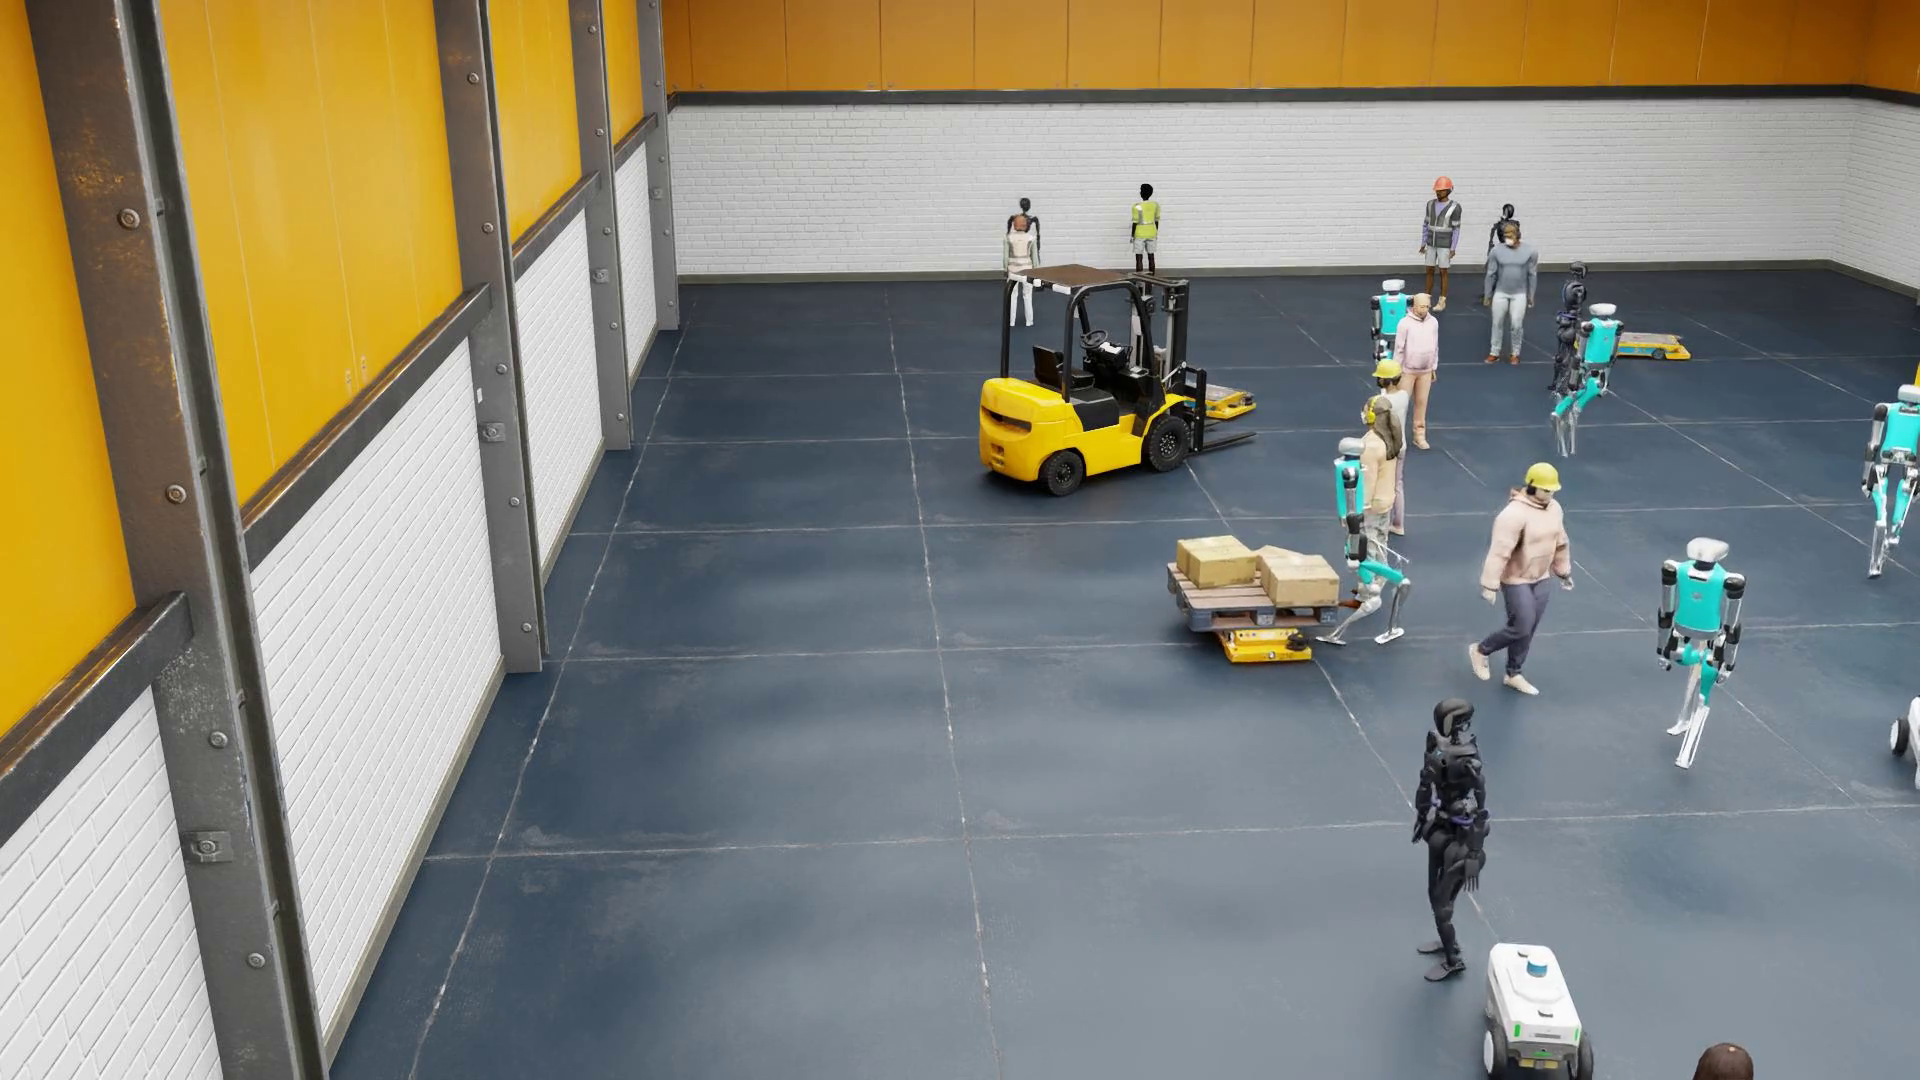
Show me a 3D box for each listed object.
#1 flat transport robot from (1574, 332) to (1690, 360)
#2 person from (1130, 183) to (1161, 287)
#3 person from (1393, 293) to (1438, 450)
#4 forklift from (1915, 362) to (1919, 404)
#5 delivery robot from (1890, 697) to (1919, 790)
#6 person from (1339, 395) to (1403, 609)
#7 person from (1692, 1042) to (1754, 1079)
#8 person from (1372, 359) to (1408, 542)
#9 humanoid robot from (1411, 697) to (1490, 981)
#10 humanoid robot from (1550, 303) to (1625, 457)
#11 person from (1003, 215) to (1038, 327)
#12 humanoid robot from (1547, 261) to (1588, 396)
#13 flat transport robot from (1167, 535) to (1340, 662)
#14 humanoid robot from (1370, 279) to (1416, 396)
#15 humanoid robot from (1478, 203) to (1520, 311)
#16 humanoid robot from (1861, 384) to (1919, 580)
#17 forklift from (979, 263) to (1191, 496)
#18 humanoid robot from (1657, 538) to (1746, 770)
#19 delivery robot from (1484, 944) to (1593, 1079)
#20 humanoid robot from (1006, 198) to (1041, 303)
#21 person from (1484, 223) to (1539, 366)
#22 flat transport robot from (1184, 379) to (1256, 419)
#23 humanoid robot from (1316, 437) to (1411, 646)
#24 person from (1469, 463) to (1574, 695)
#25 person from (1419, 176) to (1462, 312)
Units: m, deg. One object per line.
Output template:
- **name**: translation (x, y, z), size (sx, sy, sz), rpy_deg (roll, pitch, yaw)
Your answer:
- **flat transport robot**: translation (9.254, -2.683, 22.936), size (1.431, 0.231, 0.659), rpy_deg (4, 21, 11)
- **person**: translation (2.996, -4.934, 26.993), size (0.537, 1.699, 0.317), rpy_deg (-9, 22, -23)
- **person**: translation (5.071, -1.891, 18.598), size (0.536, 1.774, 0.417), rpy_deg (-4, 21, -12)
- **forklift**: translation (12.602, -2.435, 19.475), size (2.313, 2.155, 1.214), rpy_deg (-1, 20, -4)
- **delivery robot**: translation (6.767, 1.375, 11.471), size (0.499, 0.598, 0.789), rpy_deg (8, 21, 20)
- **person**: translation (3.522, -0.316, 14.159), size (0.402, 1.876, 0.552), rpy_deg (14, 24, 34)
- **person**: translation (2.720, 2.659, 6.224), size (0.471, 1.765, 0.381), rpy_deg (12, 23, 30)
- **person**: translation (4.041, -0.856, 15.811), size (0.371, 1.756, 0.535), rpy_deg (19, 27, 42)
- **humanoid robot**: translation (2.726, 1.622, 9.170), size (0.386, 1.646, 0.612), rpy_deg (-6, 21, -17)
- **humanoid robot**: translation (6.815, -1.726, 18.297), size (0.553, 1.853, 0.669), rpy_deg (-7, 21, -18)
- **person**: translation (0.881, -3.929, 24.346), size (0.510, 1.637, 0.306), rpy_deg (0, 20, 0)
- **humanoid robot**: translation (7.639, -2.669, 20.834), size (0.315, 1.657, 0.599), rpy_deg (1, 20, 2)
- **flat transport robot**: translation (2.410, 0.647, 13.864), size (0.659, 0.231, 1.431), rpy_deg (-2, 20, -5)
- **humanoid robot**: translation (5.133, -2.238, 19.629), size (0.582, 1.778, 0.886), rpy_deg (8, 22, 21)
- **humanoid robot**: translation (8.279, -4.363, 25.558), size (0.612, 1.646, 0.764), rpy_deg (-9, 22, -22)
- **humanoid robot**: translation (8.313, -0.439, 14.771), size (0.534, 1.777, 1.028), rpy_deg (8, 22, 22)
- **forklift**: translation (1.315, -1.764, 17.646), size (2.313, 2.155, 1.214), rpy_deg (-14, 24, -33)
- **humanoid robot**: translation (5.149, 0.732, 11.522), size (0.535, 1.714, 1.007), rpy_deg (15, 25, 36)
- **delivery robot**: translation (2.957, 2.417, 8.606), size (0.499, 0.580, 0.757), rpy_deg (2, 20, 6)
- **humanoid robot**: translation (0.960, -4.470, 25.773), size (0.588, 1.639, 0.354), rpy_deg (6, 21, 16)
- **person**: translation (7.325, -3.271, 22.166), size (0.661, 1.910, 0.382), rpy_deg (10, 23, 26)
- **flat transport robot**: translation (2.846, -1.747, 20.387), size (1.431, 0.231, 0.659), rpy_deg (17, 26, 38)
- **humanoid robot**: translation (3.394, 0.054, 13.414), size (0.929, 1.759, 0.561), rpy_deg (3, 20, 8)
- **person**: translation (4.243, 0.280, 12.582), size (0.785, 1.848, 0.482), rpy_deg (-13, 24, -32)
- **person**: translation (7.283, -4.507, 25.336), size (0.373, 2.041, 0.613), rpy_deg (-17, 26, -39)
